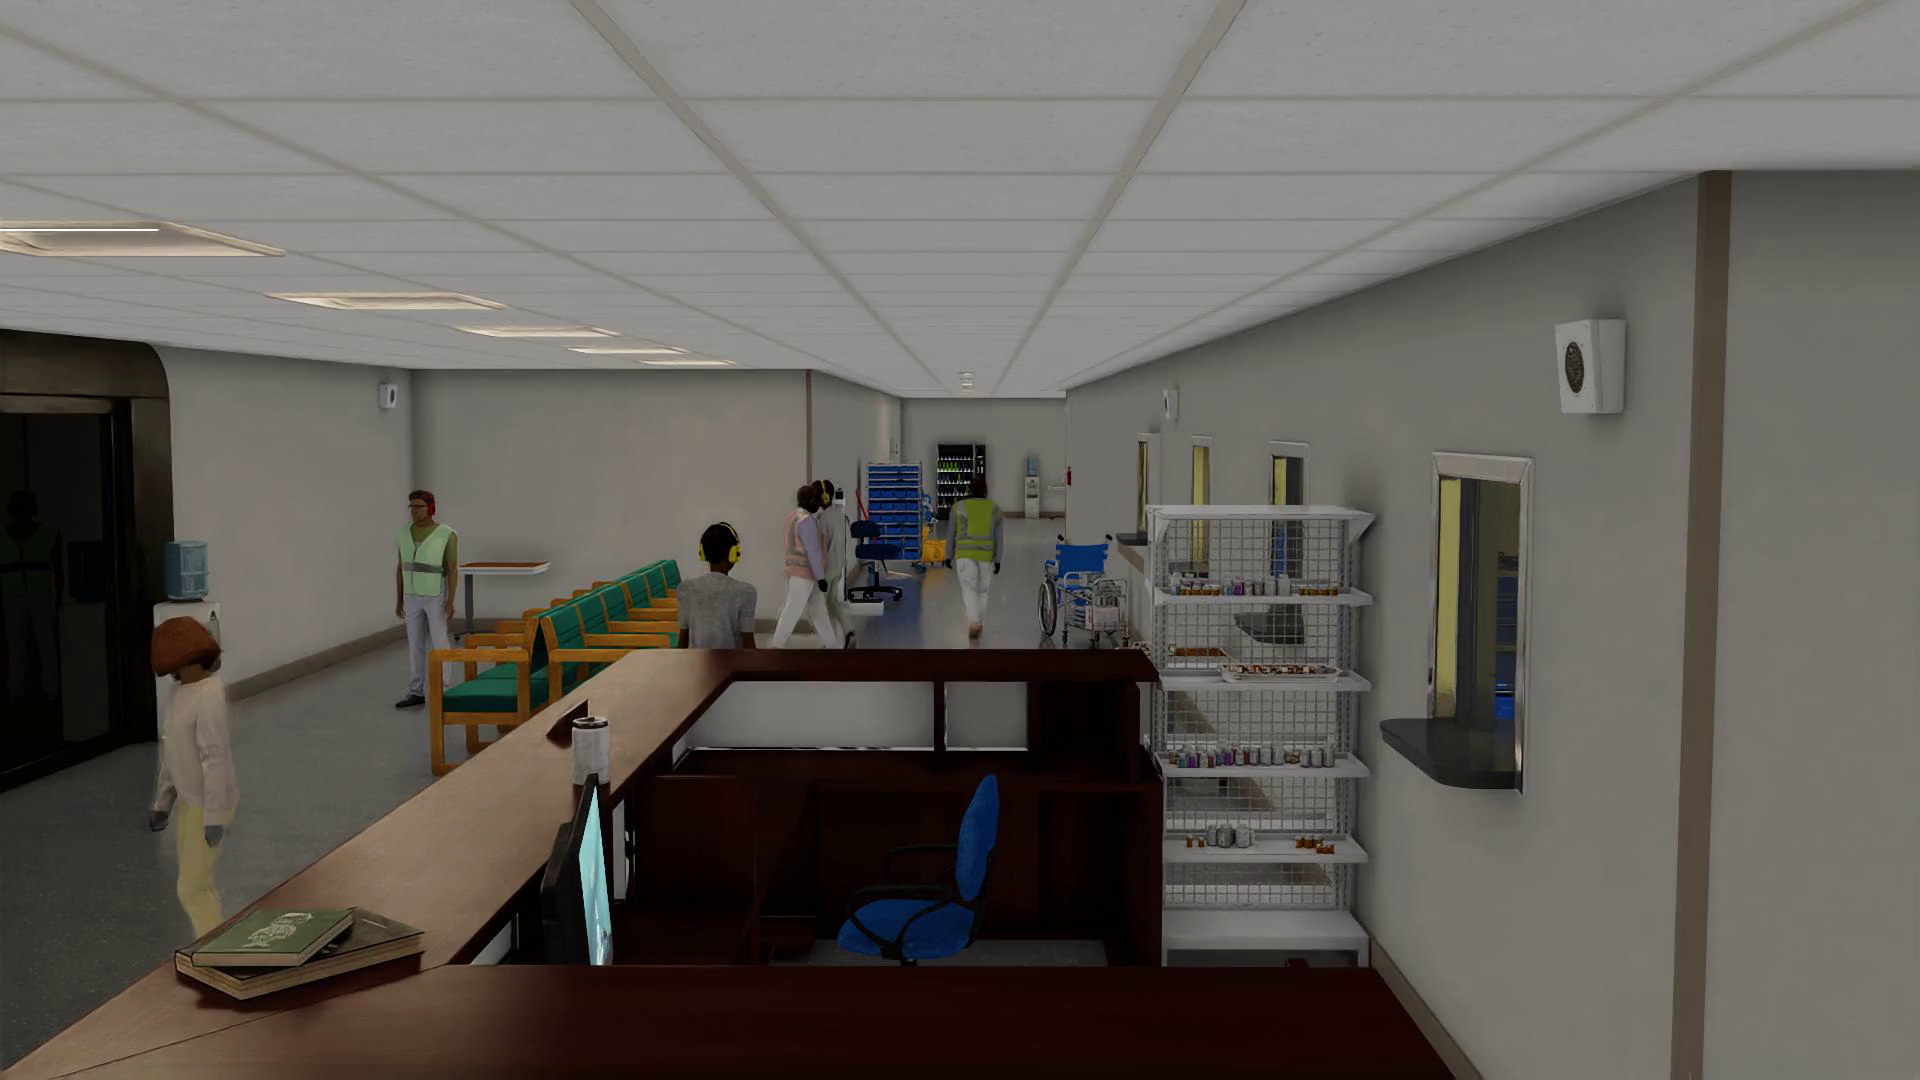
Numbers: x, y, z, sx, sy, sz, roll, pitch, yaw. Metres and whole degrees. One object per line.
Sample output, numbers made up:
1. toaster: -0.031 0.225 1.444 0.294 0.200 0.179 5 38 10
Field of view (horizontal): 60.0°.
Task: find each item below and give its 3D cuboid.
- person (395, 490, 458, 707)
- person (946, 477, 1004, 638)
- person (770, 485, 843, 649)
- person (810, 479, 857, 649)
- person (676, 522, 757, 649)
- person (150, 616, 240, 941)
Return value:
1. person: -4.504 0.497 14.051 0.568 1.845 0.386 1 4 15
2. person: 0.177 0.190 18.707 0.625 1.810 0.929 -1 4 -10
3. person: -1.508 0.351 16.569 0.927 1.788 0.647 -1 4 -11
4. person: -1.303 0.293 16.941 0.538 1.841 0.567 2 5 27
5. person: -1.353 0.832 9.300 0.505 1.861 0.330 1 4 17
6. person: -3.180 1.127 6.892 0.376 1.608 0.547 -3 5 -40
